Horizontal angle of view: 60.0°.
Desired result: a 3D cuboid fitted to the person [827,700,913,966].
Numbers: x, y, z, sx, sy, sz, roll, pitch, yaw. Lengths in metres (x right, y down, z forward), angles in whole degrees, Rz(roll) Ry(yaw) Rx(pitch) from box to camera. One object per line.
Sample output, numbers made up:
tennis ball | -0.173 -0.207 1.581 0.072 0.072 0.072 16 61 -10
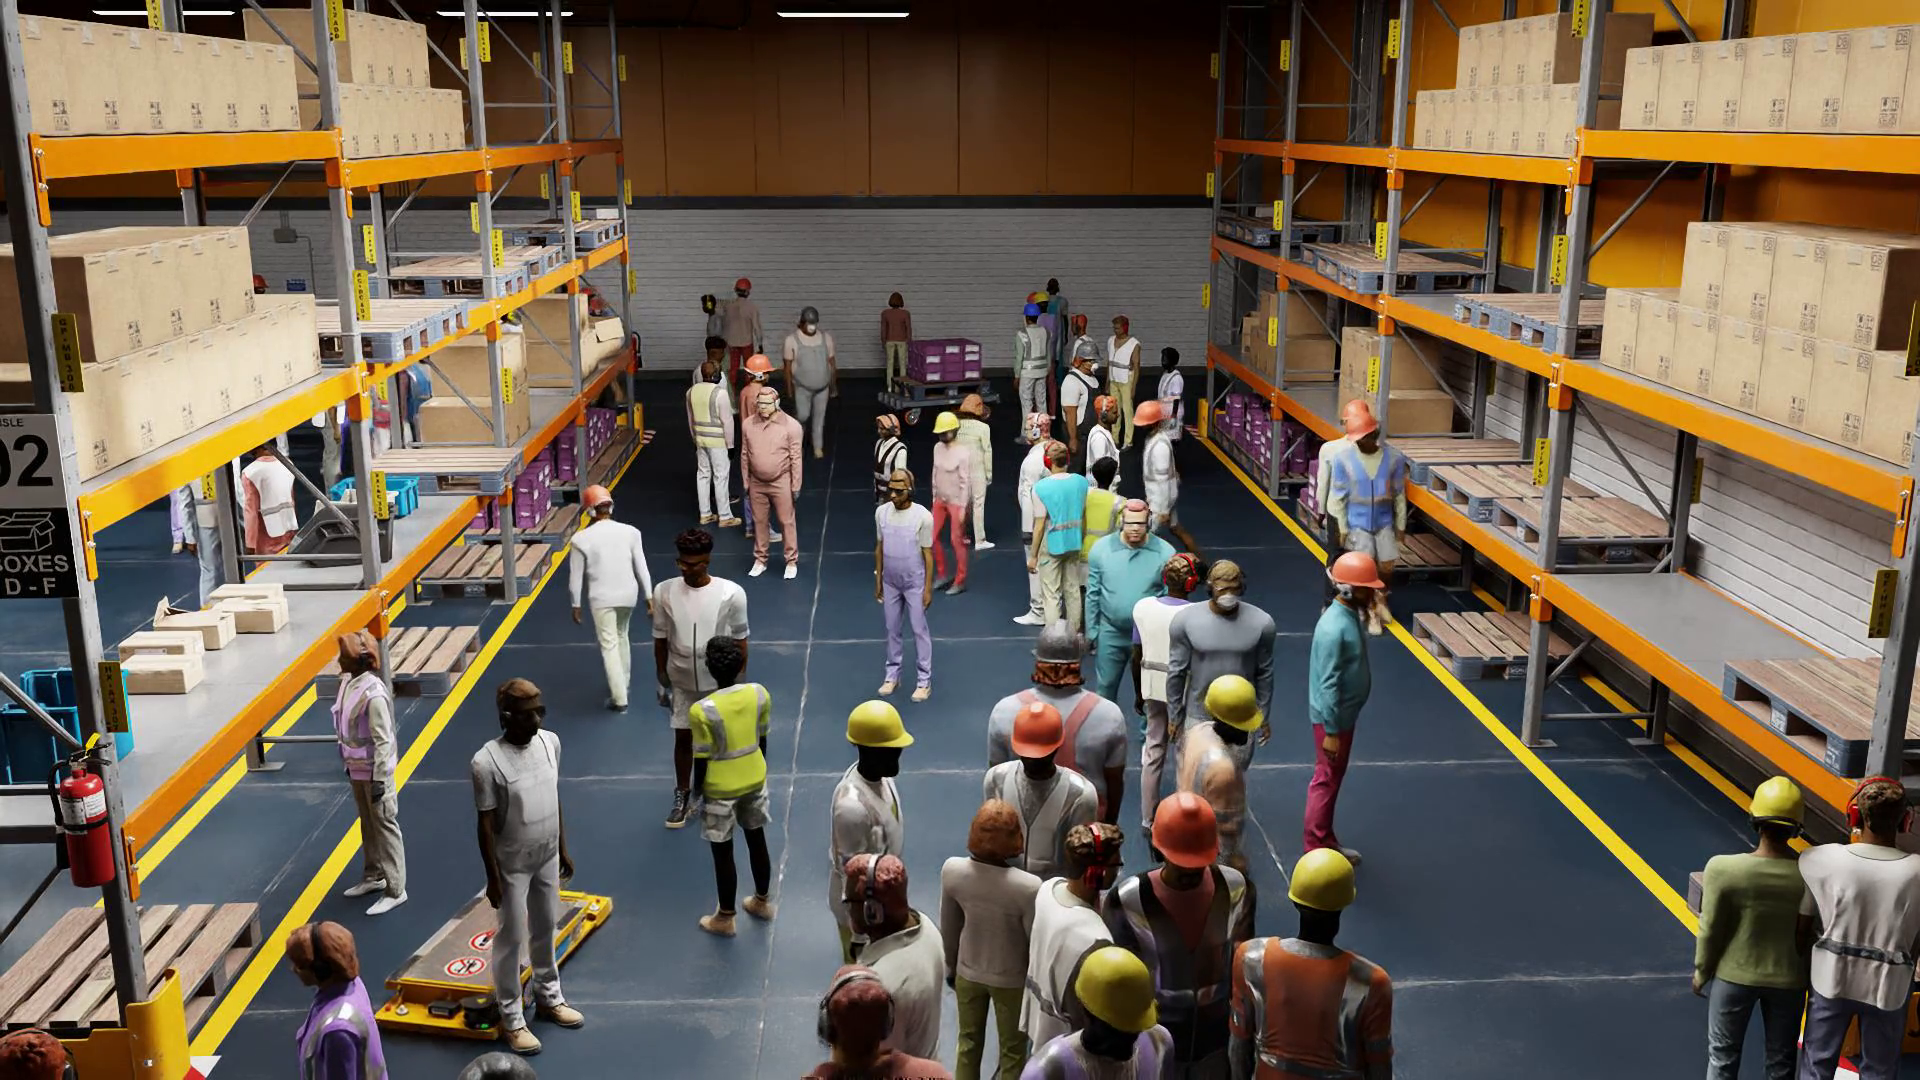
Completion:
person | -0.397 1.636 7.520 0.386 1.928 0.589 2 14 8

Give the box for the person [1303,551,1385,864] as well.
person | 2.242 1.029 9.773 0.402 1.990 0.622 6 15 21

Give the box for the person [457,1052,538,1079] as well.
person | -1.185 2.332 4.566 0.682 2.000 0.537 -12 19 -39

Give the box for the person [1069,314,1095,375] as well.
person | 1.611 -2.067 22.163 0.359 1.877 0.589 5 15 20

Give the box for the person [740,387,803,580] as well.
person | -1.842 -0.552 16.185 0.642 1.899 0.394 4 15 16

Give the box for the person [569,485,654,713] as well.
person | -2.666 0.442 12.712 0.605 1.688 0.667 -9 17 -32

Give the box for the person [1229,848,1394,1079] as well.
person | 1.259 2.021 6.007 0.585 1.928 0.370 7 16 25

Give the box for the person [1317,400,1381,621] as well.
person | 3.485 -0.259 14.828 0.609 1.995 0.376 4 15 14

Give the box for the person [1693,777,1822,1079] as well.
person | 3.372 1.843 7.031 0.523 1.769 0.309 3 15 12

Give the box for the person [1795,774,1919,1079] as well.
person | 3.684 1.860 6.831 0.560 1.836 0.393 7 16 26

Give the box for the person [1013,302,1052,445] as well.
person | 0.992 -2.288 22.884 0.609 1.948 0.389 -9 17 -33

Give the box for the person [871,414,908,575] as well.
person | -0.675 -0.420 16.184 0.312 1.631 0.514 -9 17 -31

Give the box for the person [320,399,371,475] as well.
person | -7.678 -1.837 20.929 0.669 2.000 0.742 7 16 24

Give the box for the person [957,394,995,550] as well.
person | 0.131 -0.710 17.321 0.497 1.633 0.289 10 17 34

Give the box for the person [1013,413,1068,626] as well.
person | 0.705 -0.189 14.751 0.400 1.901 0.646 8 16 29

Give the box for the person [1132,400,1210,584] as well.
person | 2.017 -0.414 15.701 0.891 1.880 0.585 0 14 1

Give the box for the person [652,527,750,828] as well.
person | -1.627 0.865 10.477 0.608 1.963 0.369 1 14 2

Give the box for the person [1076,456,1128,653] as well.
person | 1.160 0.118 14.024 0.539 1.662 0.840 4 15 17

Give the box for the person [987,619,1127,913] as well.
person | 0.474 1.365 8.359 0.685 2.000 0.535 0 14 1

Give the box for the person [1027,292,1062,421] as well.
person | 1.217 -2.700 24.565 0.586 1.917 0.380 -8 16 -28

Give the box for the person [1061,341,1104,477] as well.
person | 1.401 -1.209 18.466 0.535 2.000 0.681 7 16 26

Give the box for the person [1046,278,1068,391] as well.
person | 1.522 -3.373 27.350 0.509 1.844 0.329 1 14 4

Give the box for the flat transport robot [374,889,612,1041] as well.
flat transport robot | -2.430 2.158 8.774 0.652 0.197 1.431 3 15 11

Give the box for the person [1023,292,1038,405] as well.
person | 1.166 -3.008 26.090 0.319 1.754 0.572 5 15 20

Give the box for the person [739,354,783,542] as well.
person | -2.125 -0.973 17.629 0.377 1.995 0.608 -8 17 -30

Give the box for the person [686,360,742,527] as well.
person | -2.699 -1.063 18.288 0.621 1.845 0.429 10 18 35

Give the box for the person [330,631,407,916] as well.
person | -3.345 1.302 9.413 0.307 1.639 0.512 -12 18 -39

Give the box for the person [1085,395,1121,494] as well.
person | 1.356 -0.433 15.735 0.351 1.882 0.582 1 14 3

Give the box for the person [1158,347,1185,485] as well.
person | 2.578 -1.524 20.406 0.319 1.690 0.530 -3 15 -11

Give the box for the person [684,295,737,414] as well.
person | -3.756 -2.748 24.941 0.862 1.821 0.501 -9 17 -31

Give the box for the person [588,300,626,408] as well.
person | -5.540 -2.834 25.524 0.913 1.693 0.583 -11 18 -36

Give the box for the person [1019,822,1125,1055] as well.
person | 0.436 1.961 6.431 0.379 1.836 0.565 -4 15 -16

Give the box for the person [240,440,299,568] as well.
person | -5.858 -0.048 14.177 0.402 1.909 0.599 4 15 14

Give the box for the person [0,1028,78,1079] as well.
person | -2.637 2.313 4.945 0.572 1.887 0.356 -13 19 -42

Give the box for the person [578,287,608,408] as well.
person | -5.706 -2.974 25.737 0.558 1.861 0.983 -9 17 -33

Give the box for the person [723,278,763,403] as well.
person | -3.388 -3.096 25.992 0.653 1.984 0.435 5 15 20

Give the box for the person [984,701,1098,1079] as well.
person | 0.344 1.635 7.530 0.544 1.929 0.387 6 15 21

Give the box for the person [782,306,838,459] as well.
person | -1.938 -2.078 21.874 0.688 2.000 0.539 -6 15 -22

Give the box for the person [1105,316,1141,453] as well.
person | 2.187 -2.098 22.359 0.391 1.837 0.563 -12 18 -38

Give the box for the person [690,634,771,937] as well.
person | -1.257 1.339 9.148 0.318 1.696 0.537 13 19 42

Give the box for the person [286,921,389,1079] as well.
person | -2.241 2.150 6.099 0.313 1.631 0.524 -5 15 -20

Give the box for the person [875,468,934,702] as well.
person | -0.430 0.340 12.805 0.502 1.837 0.349 7 16 26

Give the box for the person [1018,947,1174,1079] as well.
person | 0.458 2.187 5.392 0.588 1.915 0.398 -8 16 -30

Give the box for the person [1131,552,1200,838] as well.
person | 1.317 0.983 10.248 0.570 1.844 0.377 9 17 33

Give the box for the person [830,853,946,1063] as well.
person | -0.268 2.031 6.047 0.400 1.895 0.654 3 15 11

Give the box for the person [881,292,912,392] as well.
person | -1.040 -3.228 27.202 0.504 1.631 0.281 2 14 10

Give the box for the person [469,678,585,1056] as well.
person | -2.085 1.549 8.027 0.345 1.847 0.508 9 17 32

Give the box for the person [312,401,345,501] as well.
person | -7.289 -1.308 19.259 0.389 1.837 0.563 -8 16 -27

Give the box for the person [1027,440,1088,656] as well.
person | 0.821 0.093 13.748 0.569 1.840 0.374 -10 18 -35

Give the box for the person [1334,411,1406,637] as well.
person | 3.542 -0.155 14.438 0.648 1.990 0.500 1 14 3

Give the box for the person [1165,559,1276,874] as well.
person | 1.530 1.045 9.822 0.638 1.937 0.357 1 14 2

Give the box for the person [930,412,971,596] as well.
person | -0.134 -0.329 15.586 0.465 1.747 0.559 -13 19 -41

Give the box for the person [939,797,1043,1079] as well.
person | 0.153 1.883 7.142 0.511 1.633 0.266 7 16 26

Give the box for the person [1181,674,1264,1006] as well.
person | 1.169 1.522 8.034 0.563 1.897 0.639 0 14 -2

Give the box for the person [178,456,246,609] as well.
person | -6.452 -0.102 14.398 0.391 1.905 0.599 9 17 32

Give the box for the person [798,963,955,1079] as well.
person | -0.339 2.233 5.278 0.659 1.895 0.531 -7 16 -24

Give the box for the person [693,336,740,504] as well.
person | -2.852 -1.400 19.377 0.380 1.958 0.602 -11 18 -37

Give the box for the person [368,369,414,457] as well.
person | -6.631 -1.346 19.435 0.647 1.822 0.634 -11 18 -37

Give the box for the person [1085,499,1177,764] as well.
person | 1.182 0.639 11.506 0.650 1.899 0.401 3 15 10

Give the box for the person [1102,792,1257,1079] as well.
person | 0.834 1.896 6.305 0.612 2.030 0.403 -3 15 -13
